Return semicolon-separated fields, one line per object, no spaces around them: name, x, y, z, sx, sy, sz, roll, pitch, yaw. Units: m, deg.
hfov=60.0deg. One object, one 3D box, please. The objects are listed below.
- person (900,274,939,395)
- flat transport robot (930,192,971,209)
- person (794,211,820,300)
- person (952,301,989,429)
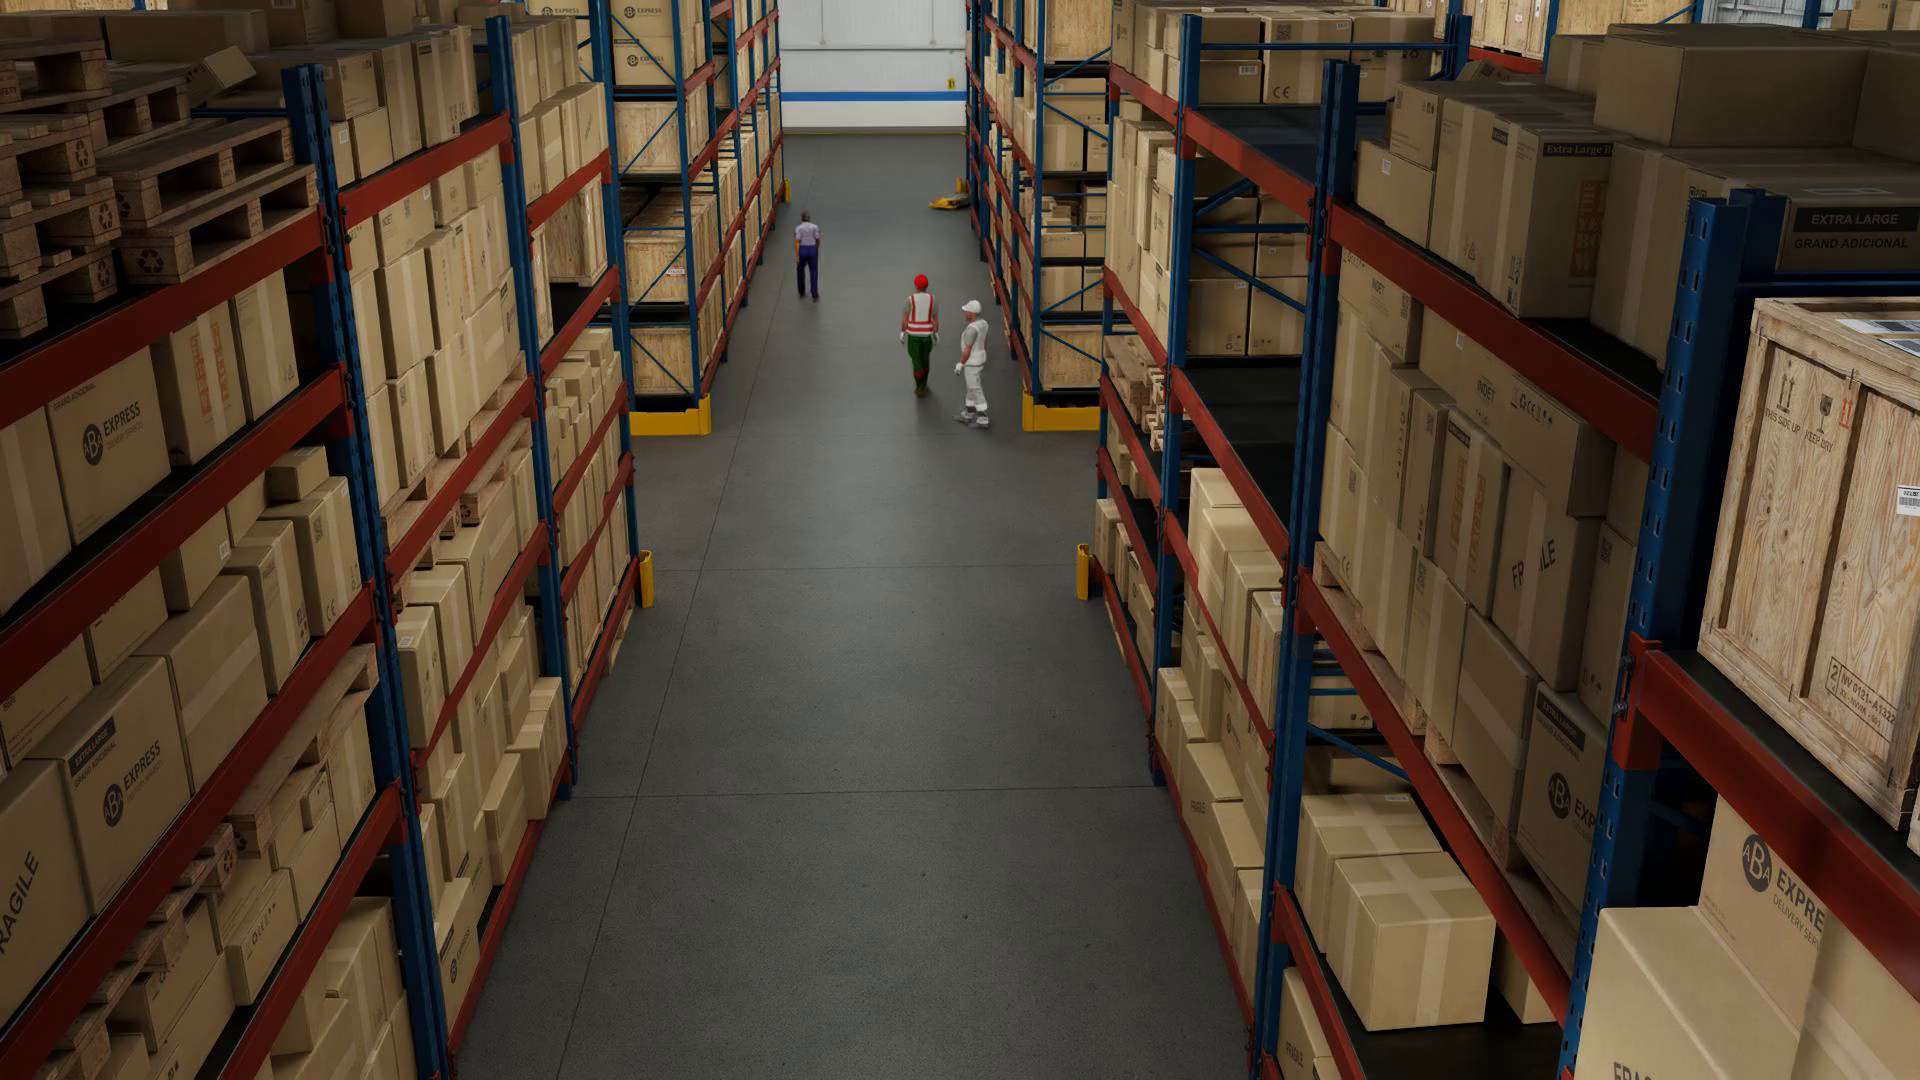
person;-0.648;-3.101;24.757;0.552;1.774;0.801;-6;21;-17
flat transport robot;-0.091;-8.405;41.249;0.659;0.257;1.431;12;24;30
person;-2.839;-5.320;30.972;0.477;1.604;0.942;-3;21;-7
person;0.120;-2.439;22.993;0.641;1.787;0.538;9;22;22
